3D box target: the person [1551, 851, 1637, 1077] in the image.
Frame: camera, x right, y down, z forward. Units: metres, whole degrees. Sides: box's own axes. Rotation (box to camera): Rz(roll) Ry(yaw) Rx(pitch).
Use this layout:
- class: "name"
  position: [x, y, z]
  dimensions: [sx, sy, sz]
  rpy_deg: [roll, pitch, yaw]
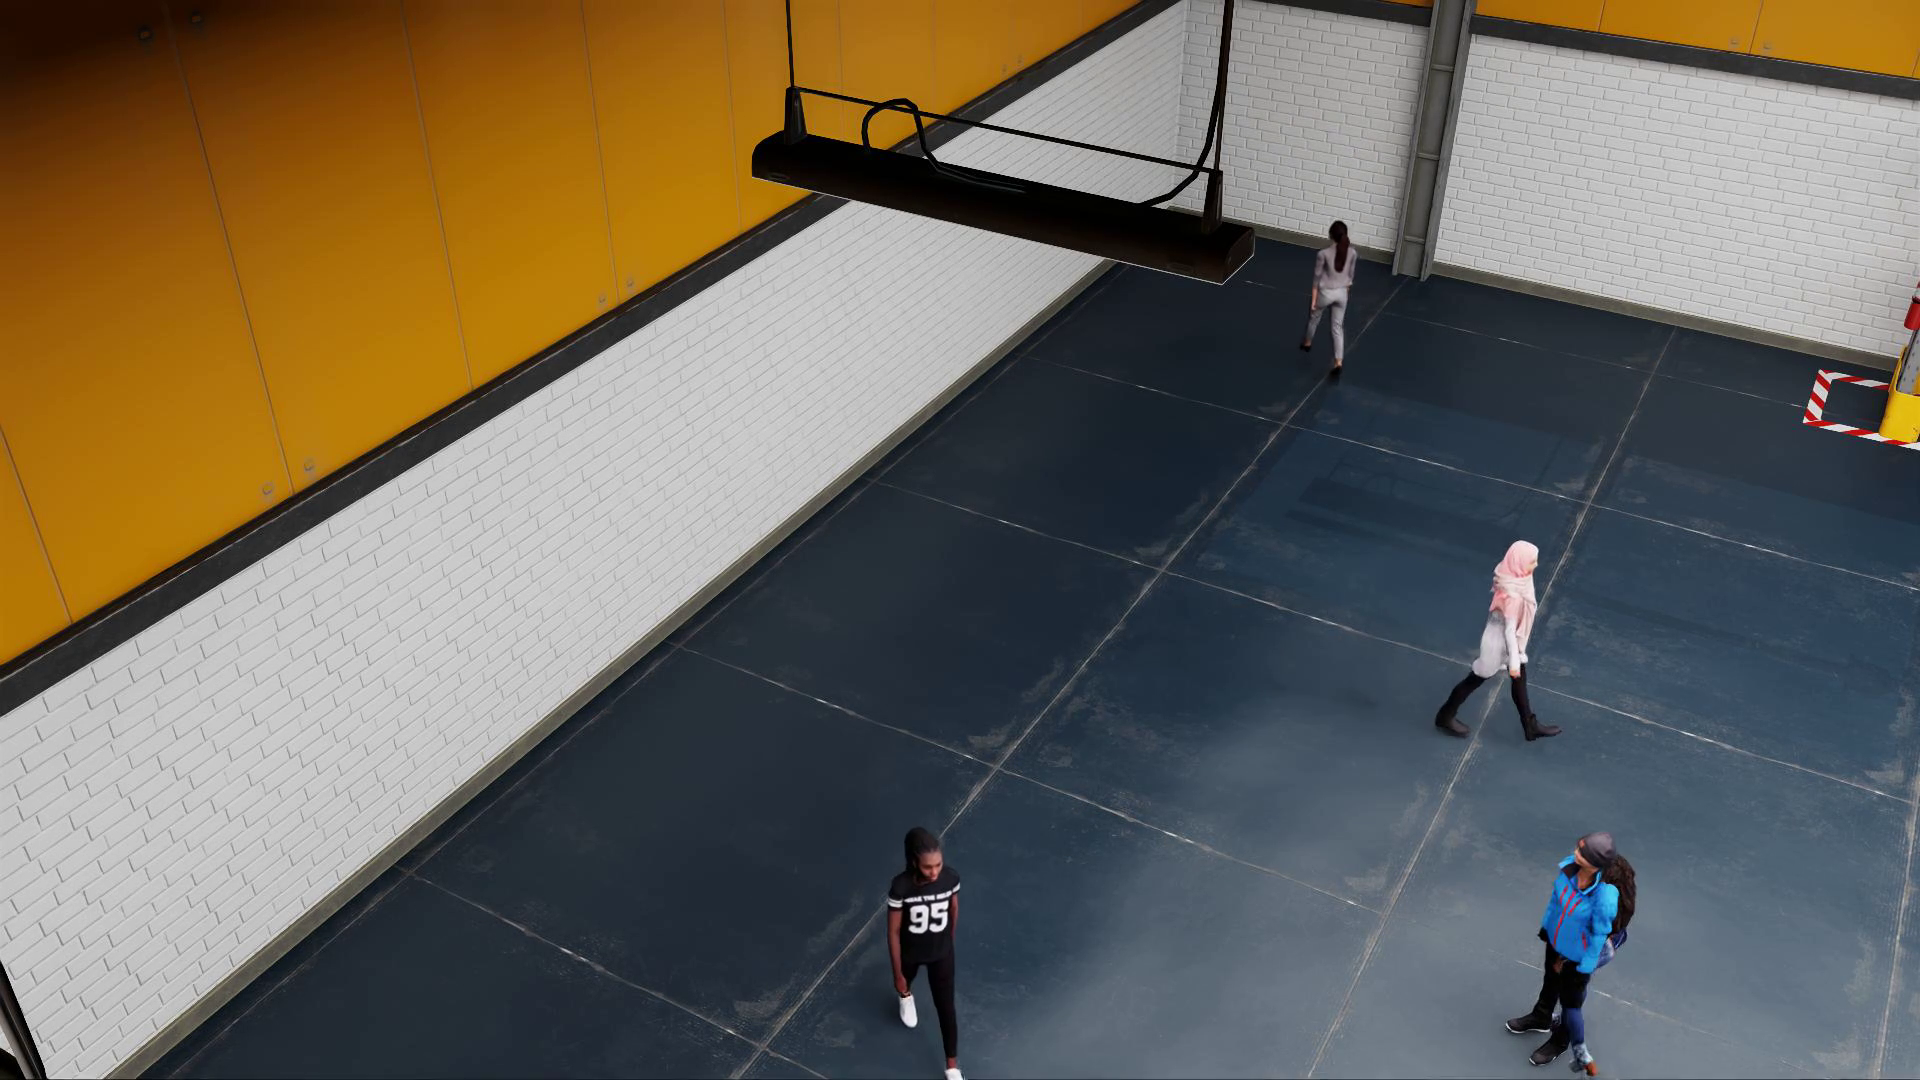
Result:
- class: "person"
  position: [3.728, 2.474, 9.830]
  dimensions: [0.837, 1.623, 0.911]
  rpy_deg: [-14, 36, -20]

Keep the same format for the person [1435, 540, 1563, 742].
- class: "person"
  position: [3.881, 0.767, 12.278]
  dimensions: [1.172, 1.755, 0.751]
  rpy_deg: [12, 36, 18]

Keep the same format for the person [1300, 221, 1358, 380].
- class: "person"
  position: [3.873, -2.448, 17.230]
  dimensions: [1.129, 1.628, 1.129]
  rpy_deg: [-5, 34, -8]

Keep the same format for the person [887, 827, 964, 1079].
- class: "person"
  position: [-0.257, 2.392, 9.901]
  dimensions: [1.127, 1.682, 1.187]
  rpy_deg: [-9, 35, -13]

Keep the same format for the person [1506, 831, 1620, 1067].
- class: "person"
  position: [3.615, 2.383, 9.805]
  dimensions: [0.735, 1.802, 0.683]
  rpy_deg: [-8, 34, -11]
